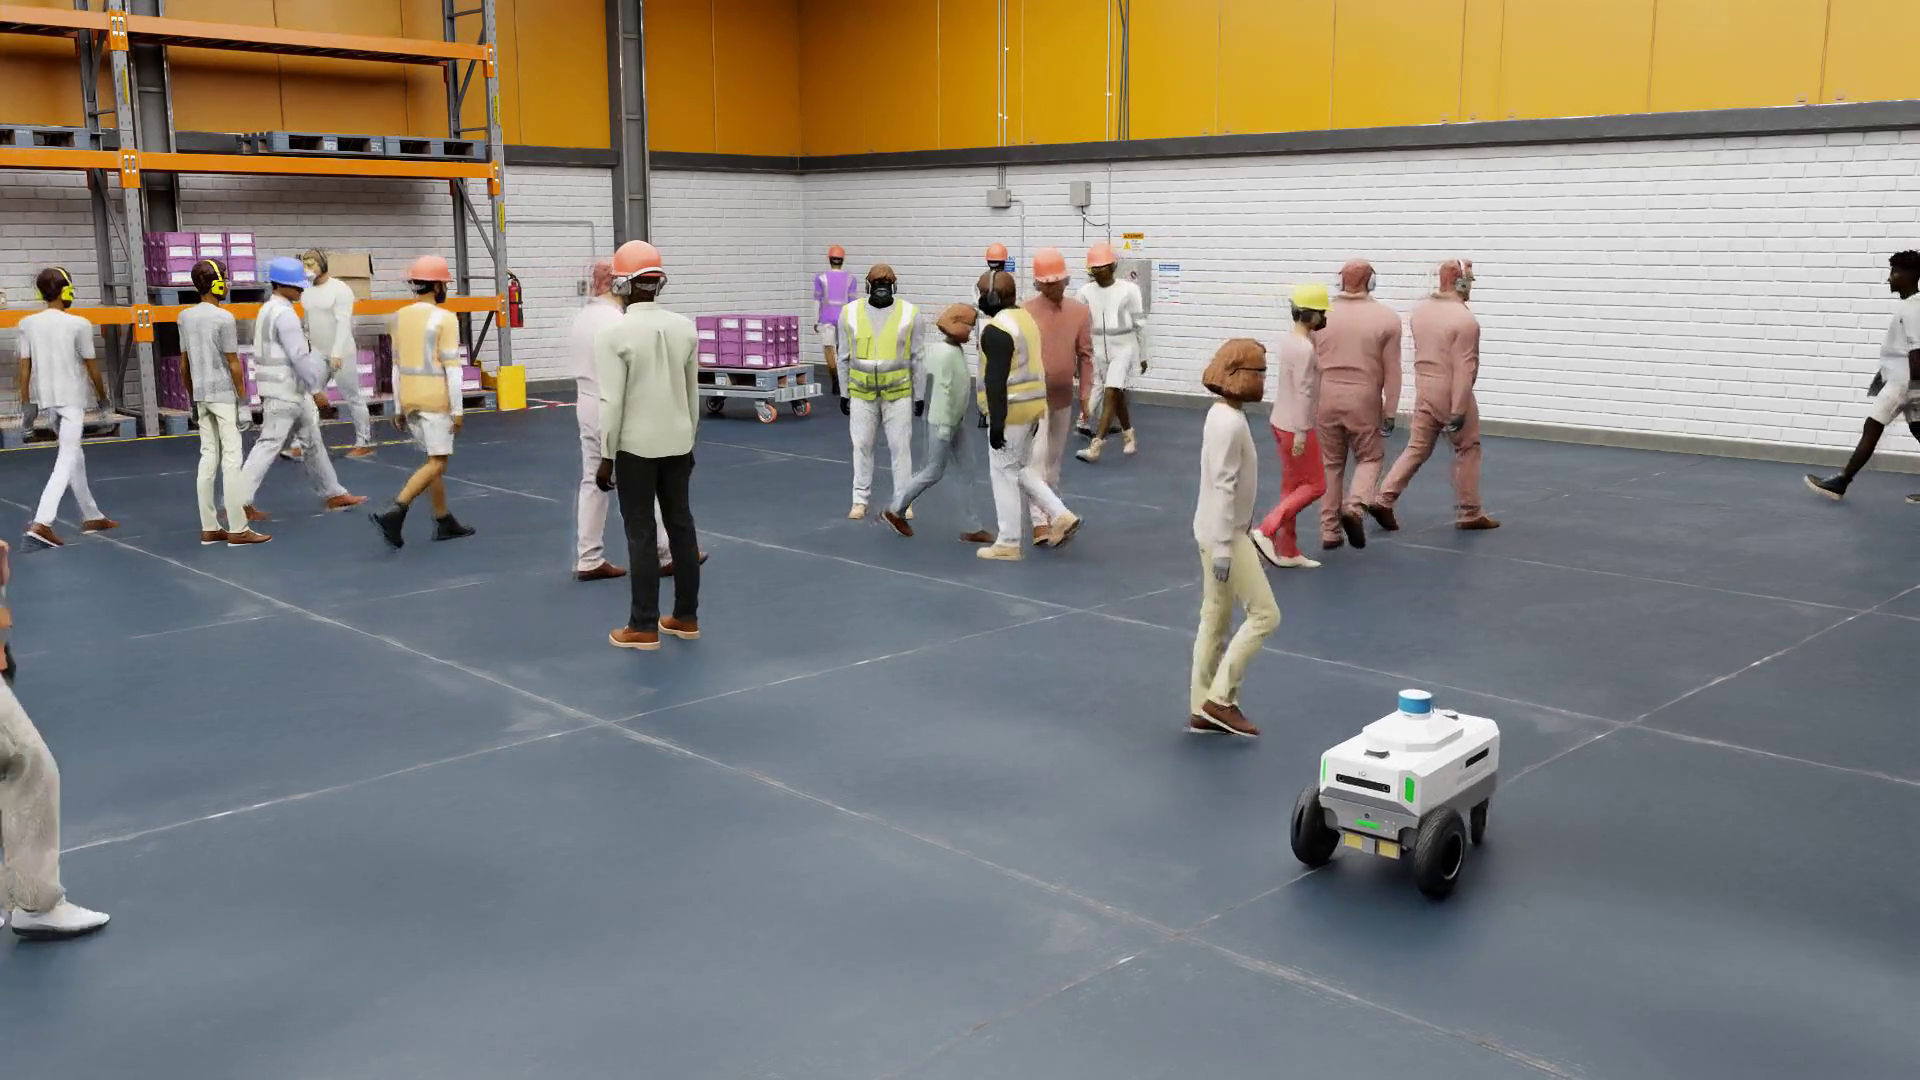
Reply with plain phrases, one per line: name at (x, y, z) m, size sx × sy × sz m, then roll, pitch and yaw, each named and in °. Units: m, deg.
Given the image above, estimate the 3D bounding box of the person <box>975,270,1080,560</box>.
person at (0.384, -0.764, 10.341) m, size 0.590 × 1.820 × 0.640 m, roll 4°, pitch 11°, yaw 20°

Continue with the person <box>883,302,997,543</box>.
person at (-0.131, -0.770, 10.967) m, size 0.761 × 1.603 × 0.513 m, roll 4°, pitch 11°, yaw 20°

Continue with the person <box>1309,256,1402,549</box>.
person at (2.479, -0.851, 10.609) m, size 0.651 × 1.892 × 0.517 m, roll 5°, pitch 12°, yaw 26°

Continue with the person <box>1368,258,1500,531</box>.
person at (3.265, -0.979, 11.327) m, size 0.919 × 1.877 × 0.636 m, roll -5°, pitch 11°, yaw -24°

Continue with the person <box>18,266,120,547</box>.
person at (-5.937, -0.882, 10.980) m, size 0.516 × 1.834 × 0.979 m, roll 2°, pitch 11°, yaw 8°

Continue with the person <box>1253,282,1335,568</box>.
person at (2.014, -0.672, 10.018) m, size 0.438 × 1.748 × 0.523 m, roll -1°, pitch 10°, yaw -5°

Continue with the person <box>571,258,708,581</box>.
person at (-1.932, -0.703, 9.796) m, size 0.784 × 1.879 × 0.677 m, roll -7°, pitch 13°, yaw -35°

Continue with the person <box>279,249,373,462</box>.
person at (-5.670, -1.621, 14.795) m, size 0.648 × 1.891 × 0.993 m, roll 4°, pitch 11°, yaw 22°

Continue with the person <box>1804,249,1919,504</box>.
person at (7.054, -1.222, 12.560) m, size 1.013 × 1.911 × 0.611 m, roll 7°, pitch 13°, yaw 35°

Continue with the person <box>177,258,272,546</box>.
person at (-4.839, -0.892, 10.871) m, size 0.521 × 1.874 × 0.327 m, roll 5°, pitch 11°, yaw 24°

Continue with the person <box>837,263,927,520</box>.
person at (-0.555, -1.041, 11.831) m, size 0.641 × 1.833 × 0.431 m, roll 1°, pitch 10°, yaw 6°

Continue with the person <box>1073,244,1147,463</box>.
person at (1.368, -1.686, 15.019) m, size 0.615 × 1.953 × 1.137 m, roll 6°, pitch 12°, yaw 31°

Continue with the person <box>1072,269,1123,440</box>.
person at (1.386, -1.895, 16.538) m, size 0.765 × 1.803 × 0.610 m, roll -8°, pitch 13°, yaw -36°

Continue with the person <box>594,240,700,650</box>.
person at (-1.538, -0.458, 8.167) m, size 0.390 × 1.995 × 0.613 m, roll 9°, pitch 14°, yaw 40°

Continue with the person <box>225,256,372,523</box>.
person at (-4.770, -1.052, 11.759) m, size 1.005 × 1.883 × 0.596 m, roll -5°, pitch 12°, yaw -27°

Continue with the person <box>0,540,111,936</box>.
person at (-2.750, 0.362, 4.720) m, size 0.647 × 1.615 × 0.557 m, roll -6°, pitch 12°, yaw -31°

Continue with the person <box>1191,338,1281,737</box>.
person at (1.115, 0.007, 6.634) m, size 0.405 × 1.616 × 0.534 m, roll 1°, pitch 10°, yaw 8°

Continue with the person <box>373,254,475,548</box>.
person at (-3.507, -0.887, 10.769) m, size 0.554 × 1.913 × 0.831 m, roll 6°, pitch 12°, yaw 29°

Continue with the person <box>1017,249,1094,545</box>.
person at (0.586, -0.937, 10.983) m, size 0.642 × 1.925 × 0.872 m, roll -5°, pitch 12°, yaw -25°

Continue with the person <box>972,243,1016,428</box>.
person at (0.388, -2.121, 17.390) m, size 0.552 × 1.938 × 0.357 m, roll 9°, pitch 14°, yaw 40°

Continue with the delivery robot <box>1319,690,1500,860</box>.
delivery robot at (1.461, 0.728, 5.374) m, size 0.477 × 0.478 × 0.707 m, roll 9°, pitch 13°, yaw 39°

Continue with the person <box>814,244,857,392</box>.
person at (-1.600, -2.856, 21.481) m, size 0.552 × 1.912 × 0.791 m, roll -3°, pitch 11°, yaw -14°
